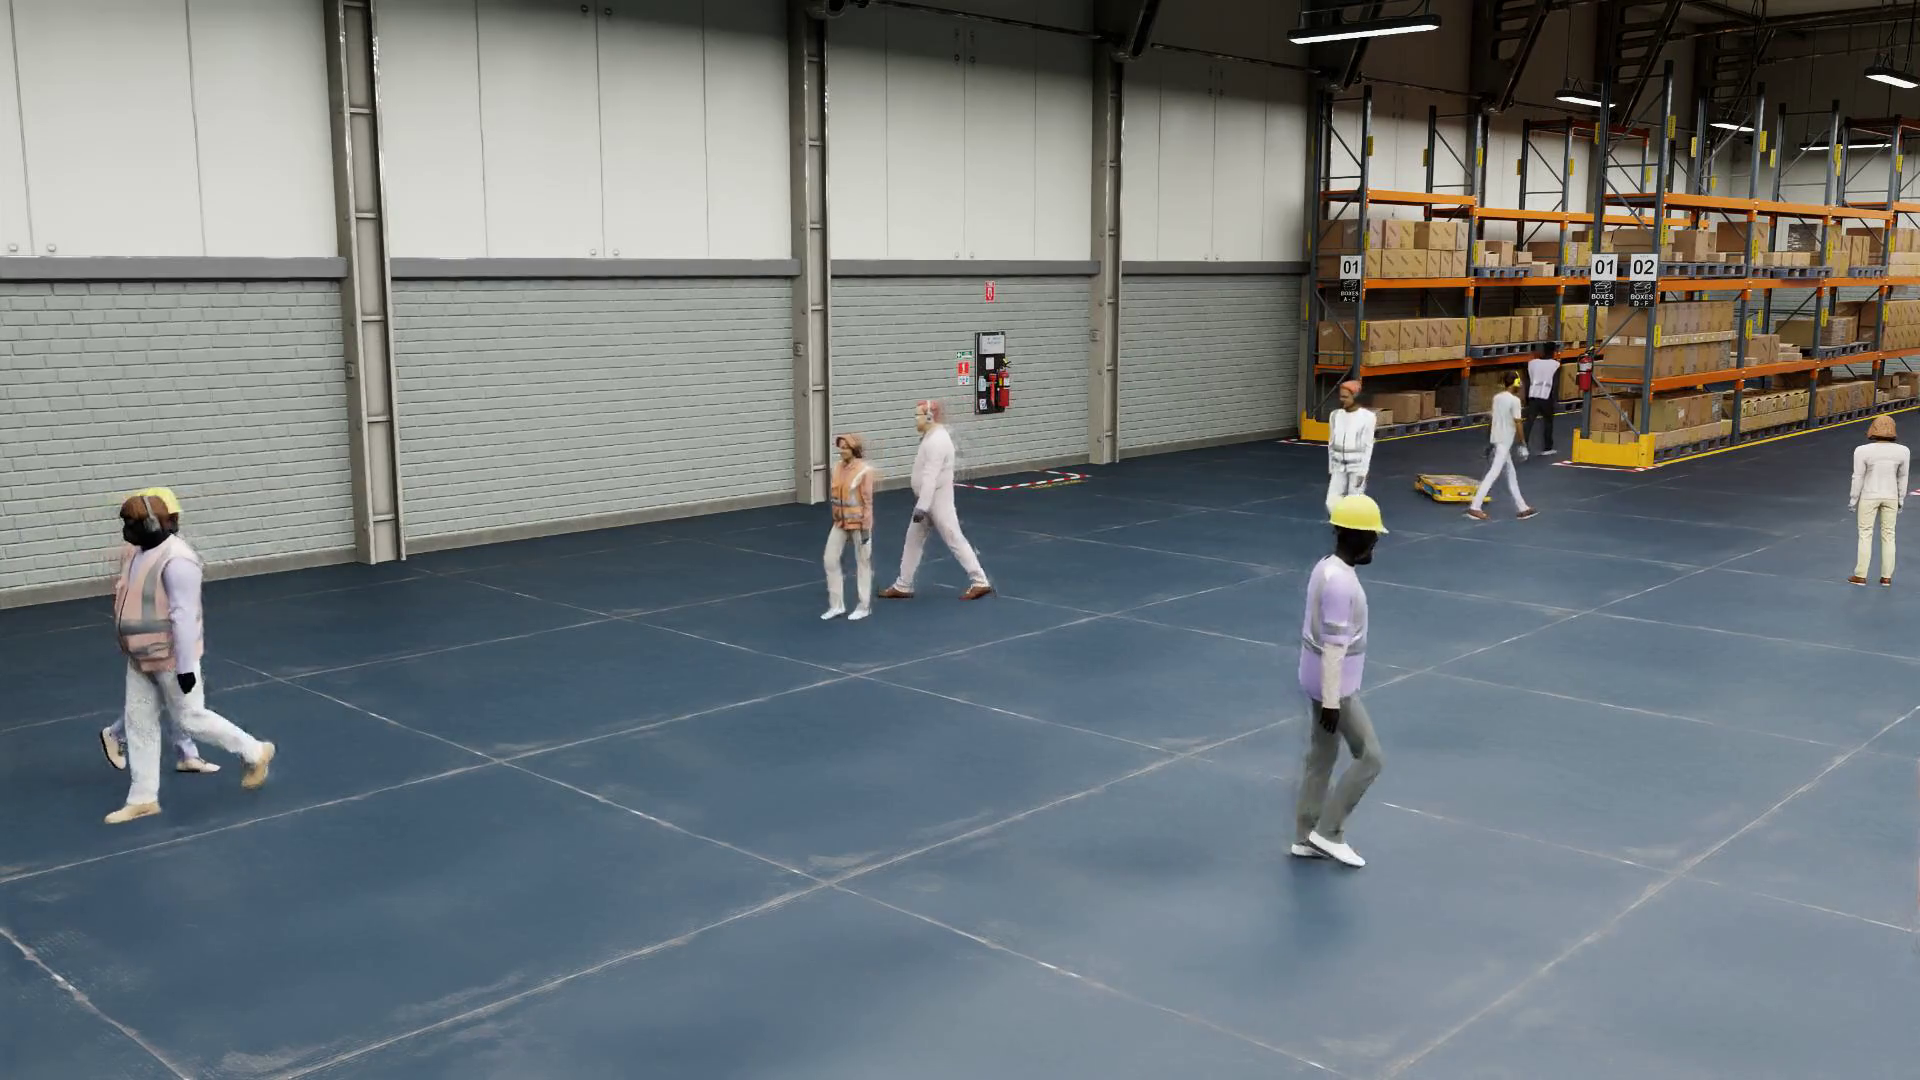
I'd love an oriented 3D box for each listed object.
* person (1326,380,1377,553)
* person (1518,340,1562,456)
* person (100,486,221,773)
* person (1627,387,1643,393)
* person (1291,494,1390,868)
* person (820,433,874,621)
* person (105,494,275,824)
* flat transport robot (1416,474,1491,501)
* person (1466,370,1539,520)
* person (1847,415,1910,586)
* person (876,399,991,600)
[{"bbox_3d":[4.040,-0.725,17.310,0.571,1.870,0.429,9,13,42],"label":"person"},{"bbox_3d":[9.316,-2.271,26.726,0.994,1.874,0.621,-9,13,-43],"label":"person"},{"bbox_3d":[-4.775,0.549,9.862,0.560,1.752,0.536,1,9,5],"label":"person"},{"bbox_3d":[11.939,-2.625,29.020,0.595,1.830,0.403,8,12,39],"label":"person"},{"bbox_3d":[1.929,0.716,8.392,0.527,1.903,0.603,1,9,7],"label":"person"},{"bbox_3d":[-0.983,-0.099,14.195,0.540,1.620,0.560,8,12,39],"label":"person"},{"bbox_3d":[-4.348,0.631,9.274,0.637,1.812,0.851,8,12,40],"label":"person"},{"bbox_3d":[6.501,-0.695,21.969,0.652,0.197,1.431,1,9,3],"label":"flat transport robot"},{"bbox_3d":[6.564,-1.135,20.006,0.949,1.807,0.613,-1,9,-9],"label":"person"},{"bbox_3d":[8.752,-0.373,15.867,0.500,1.633,0.279,1,9,8],"label":"person"},{"bbox_3d":[-0.205,-0.358,15.145,1.032,1.854,0.632,-2,9,-10],"label":"person"}]
